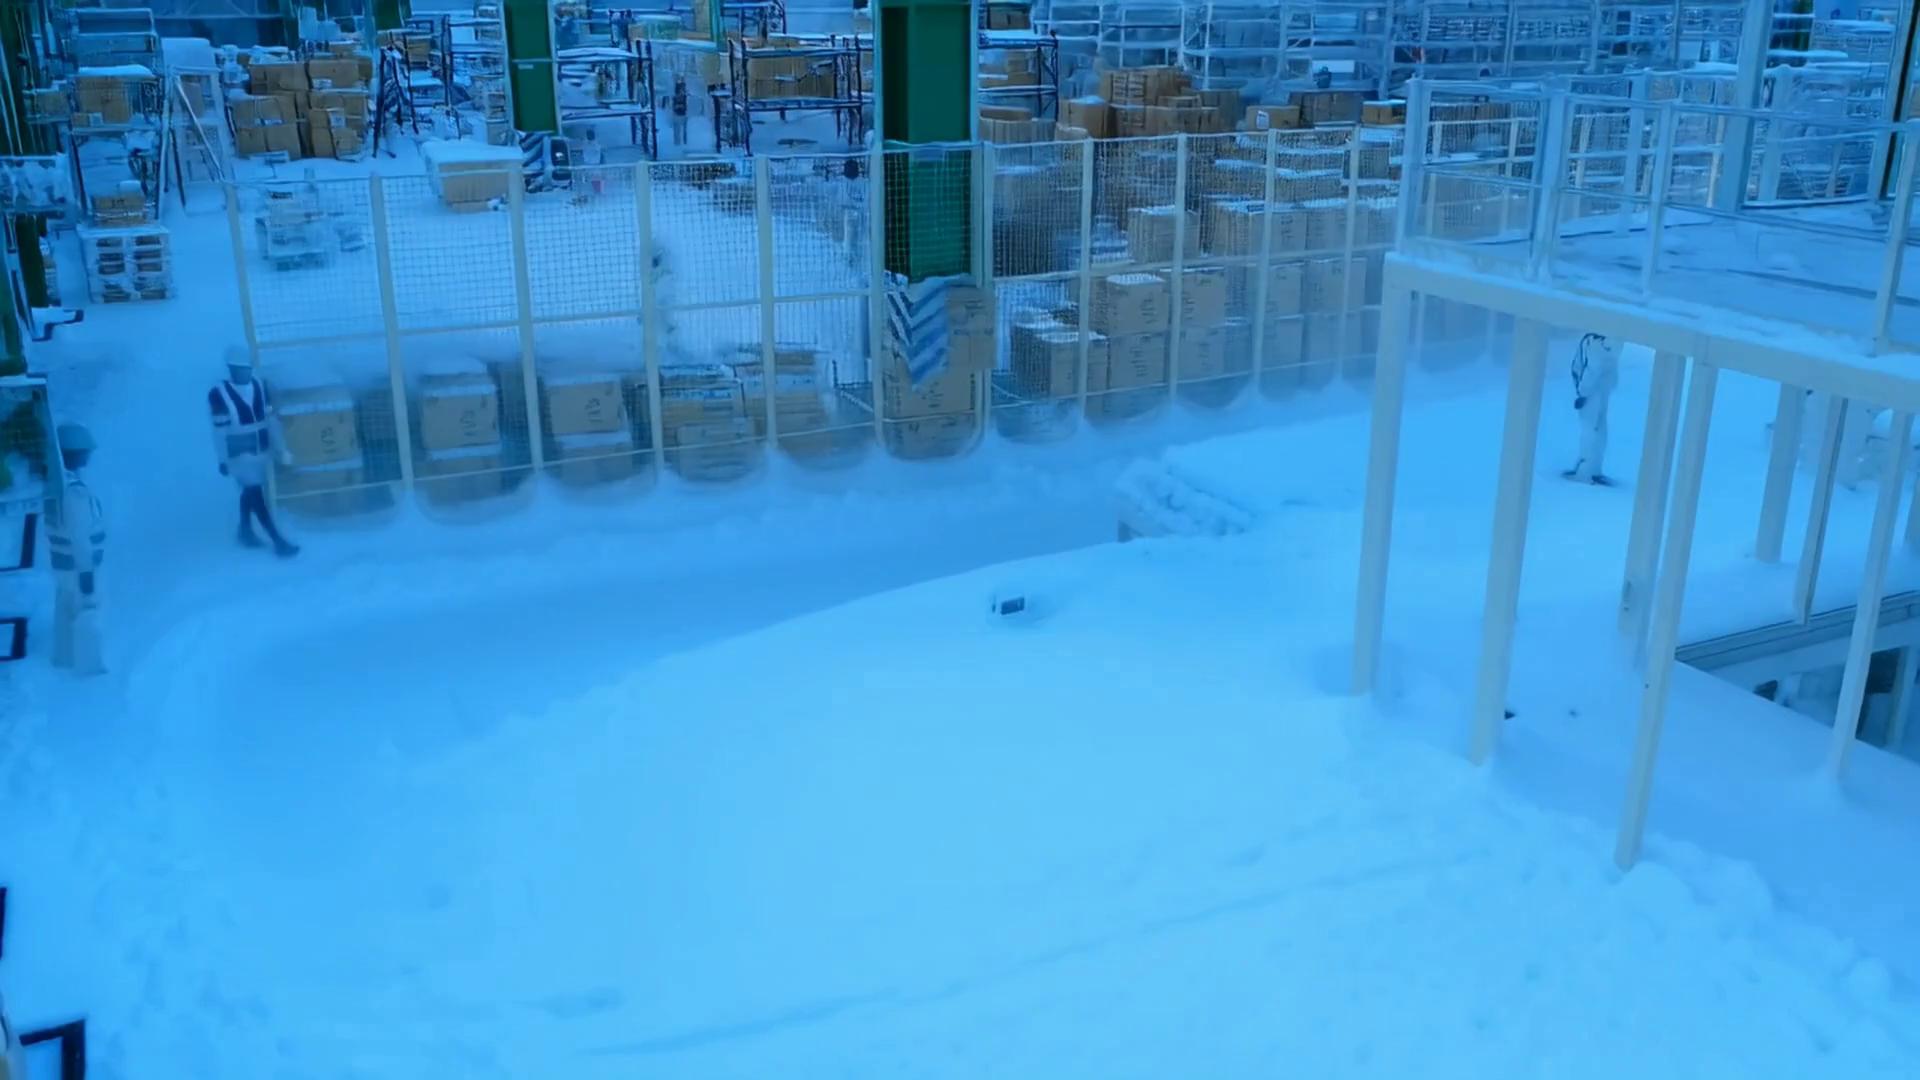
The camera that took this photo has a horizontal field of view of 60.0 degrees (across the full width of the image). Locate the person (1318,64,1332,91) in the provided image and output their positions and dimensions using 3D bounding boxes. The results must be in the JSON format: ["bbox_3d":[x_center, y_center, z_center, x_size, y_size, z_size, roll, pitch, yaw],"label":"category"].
[{"bbox_3d":[12.795,-15.821,58.350,0.540,1.680,0.505,11,22,28],"label":"person"}]

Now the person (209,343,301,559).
[{"bbox_3d":[-6.113,-0.781,14.428,0.990,1.881,0.564,11,22,29],"label":"person"}]

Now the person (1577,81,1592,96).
[{"bbox_3d":[17.556,-12.087,47.140,0.544,1.933,0.376,14,23,35],"label":"person"}]

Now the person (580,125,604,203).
[{"bbox_3d":[-8.017,-8.247,36.399,0.538,1.679,0.632,4,19,10],"label":"person"}]

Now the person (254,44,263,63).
[{"bbox_3d":[-29.187,-19.694,69.265,0.348,1.882,0.584,0,19,1],"label":"person"}]

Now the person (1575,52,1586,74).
[{"bbox_3d":[24.701,-18.517,66.133,0.533,1.697,0.319,13,23,33],"label":"person"}]

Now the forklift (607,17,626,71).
[{"bbox_3d":[-14.830,-21.538,73.104,1.873,2.768,1.129,-3,19,-9],"label":"forklift"}]

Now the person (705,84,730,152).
[{"bbox_3d":[-6.687,-11.607,45.827,0.630,1.889,1.025,-15,24,-36],"label":"person"}]

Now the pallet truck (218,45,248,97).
[{"bbox_3d":[-28.879,-18.665,66.111,0.823,1.965,1.885,-3,19,-9],"label":"pallet truck"}]

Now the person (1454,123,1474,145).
[{"bbox_3d":[10.886,-8.195,36.118,0.522,1.763,0.319,-8,20,-21],"label":"person"}]

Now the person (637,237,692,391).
[{"bbox_3d":[-3.621,-2.769,20.199,0.733,1.888,0.626,-15,24,-36],"label":"person"}]

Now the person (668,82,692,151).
[{"bbox_3d":[-7.856,-11.876,46.626,0.684,1.882,0.756,-2,19,-6],"label":"person"}]

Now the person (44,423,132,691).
[{"bbox_3d":[-6.194,0.115,11.767,0.438,1.936,0.635,-14,23,-35],"label":"person"}]

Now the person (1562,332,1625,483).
[{"bbox_3d":[6.304,-1.487,16.560,0.429,1.836,0.629,18,26,41],"label":"person"}]

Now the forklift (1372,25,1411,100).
[{"bbox_3d":[16.591,-17.896,62.549,1.873,2.768,1.129,-9,21,-25],"label":"forklift"}]

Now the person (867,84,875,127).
[{"bbox_3d":[-2.252,-11.445,45.324,0.792,1.907,0.593,1,19,2],"label":"person"}]

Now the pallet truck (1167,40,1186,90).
[{"bbox_3d":[9.045,-19.971,69.895,0.823,1.965,1.885,-3,19,-8],"label":"pallet truck"}]

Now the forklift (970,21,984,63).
[{"bbox_3d":[0.489,-19.598,67.480,1.129,2.768,1.873,-9,21,-25],"label":"forklift"}]

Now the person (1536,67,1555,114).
[{"bbox_3d":[18.133,-13.602,51.368,0.699,2.000,1.010,2,19,5],"label":"person"}]

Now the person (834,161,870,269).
[{"bbox_3d":[-1.828,-5.541,28.316,0.649,1.834,0.466,-7,20,-19],"label":"person"}]

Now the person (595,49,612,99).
[{"bbox_3d":[-13.881,-18.125,64.730,0.618,1.896,0.751,-7,20,-19],"label":"person"}]

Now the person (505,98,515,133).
[{"bbox_3d":[-11.083,-10.117,41.578,0.543,1.832,0.487,-10,21,-26],"label":"person"}]

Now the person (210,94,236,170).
[{"bbox_3d":[-18.583,-10.308,41.990,0.549,1.926,0.382,-9,21,-25],"label":"person"}]

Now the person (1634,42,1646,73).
[{"bbox_3d":[31.381,-22.188,76.904,0.580,1.607,0.487,17,25,40],"label":"person"}]

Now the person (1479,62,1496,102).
[{"bbox_3d":[18.013,-15.322,56.684,0.601,1.845,0.351,-4,19,-11],"label":"person"}]

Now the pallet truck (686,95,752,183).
[{"bbox_3d":[-5.836,-9.608,39.856,0.823,1.965,1.885,10,22,27],"label":"pallet truck"}]

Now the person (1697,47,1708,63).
[{"bbox_3d":[30.119,-19.136,67.707,0.804,1.861,0.719,6,20,17],"label":"person"}]
